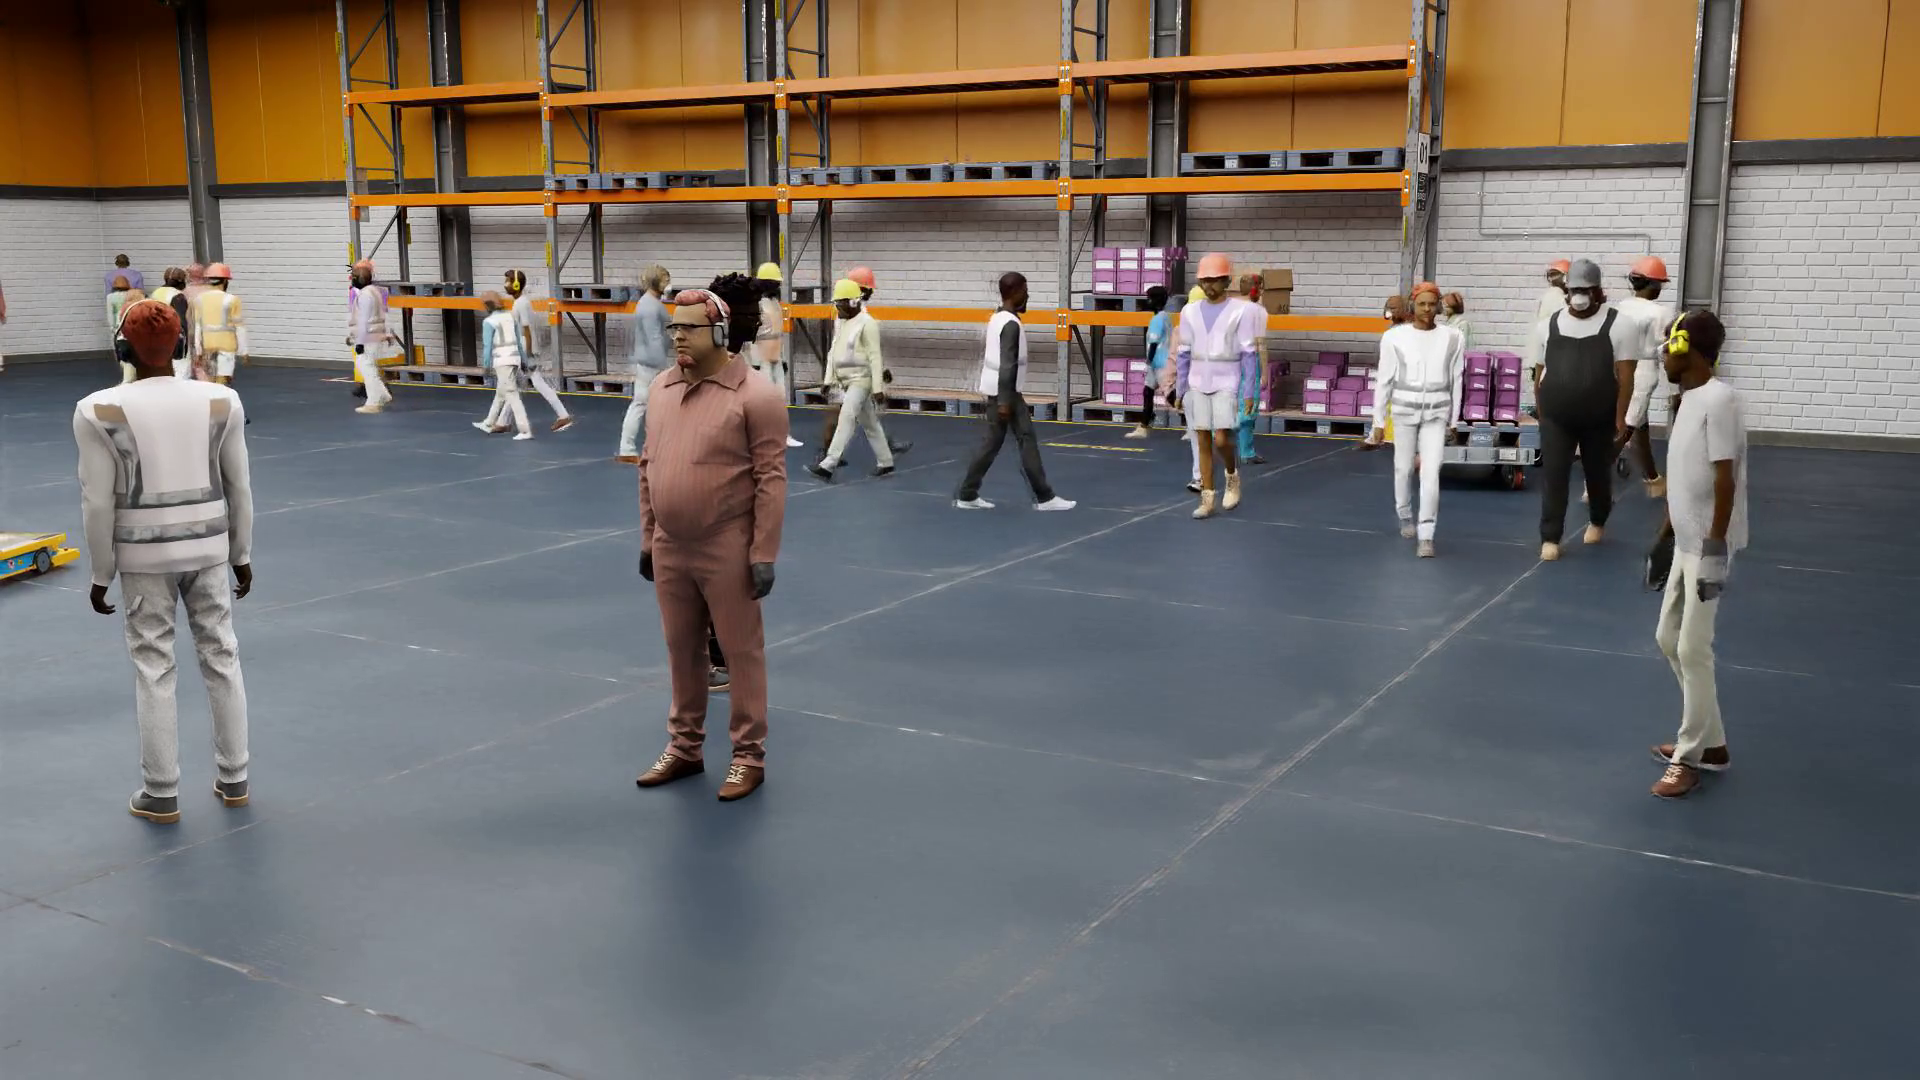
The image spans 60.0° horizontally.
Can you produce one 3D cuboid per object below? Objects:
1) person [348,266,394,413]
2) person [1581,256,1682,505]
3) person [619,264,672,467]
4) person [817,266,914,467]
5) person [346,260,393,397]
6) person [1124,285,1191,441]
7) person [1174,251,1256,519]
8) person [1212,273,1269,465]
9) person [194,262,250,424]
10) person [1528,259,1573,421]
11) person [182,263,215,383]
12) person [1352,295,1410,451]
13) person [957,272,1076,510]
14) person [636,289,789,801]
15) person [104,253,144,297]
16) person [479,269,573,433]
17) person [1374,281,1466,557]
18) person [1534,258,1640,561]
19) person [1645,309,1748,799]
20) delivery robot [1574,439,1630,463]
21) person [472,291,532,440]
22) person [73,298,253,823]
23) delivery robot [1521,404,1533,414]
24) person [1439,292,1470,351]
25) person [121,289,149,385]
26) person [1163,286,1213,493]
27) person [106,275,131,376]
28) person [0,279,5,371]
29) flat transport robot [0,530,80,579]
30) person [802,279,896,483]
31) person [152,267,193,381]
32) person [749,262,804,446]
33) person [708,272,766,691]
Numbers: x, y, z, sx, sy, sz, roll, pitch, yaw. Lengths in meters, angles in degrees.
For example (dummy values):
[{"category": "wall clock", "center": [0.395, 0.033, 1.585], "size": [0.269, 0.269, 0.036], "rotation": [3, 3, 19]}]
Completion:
[{"category": "person", "center": [-7.367, -2.485, 20.682], "size": [0.430, 1.828, 0.636], "rotation": [-2, 10, -11]}, {"category": "person", "center": [5.439, -1.263, 13.319], "size": [1.069, 1.994, 0.625], "rotation": [-3, 11, -19]}, {"category": "person", "center": [-2.759, -1.618, 15.575], "size": [1.012, 1.883, 0.658], "rotation": [-1, 10, -3]}, {"category": "person", "center": [-0.906, -1.619, 15.620], "size": [1.004, 1.871, 0.546], "rotation": [-3, 10, -16]}, {"category": "person", "center": [-7.993, -2.836, 22.517], "size": [1.027, 1.887, 0.558], "rotation": [7, 12, 35]}, {"category": "person", "center": [2.200, -1.875, 17.690], "size": [0.820, 1.659, 0.525], "rotation": [2, 10, 11]}, {"category": "person", "center": [1.936, -1.165, 12.632], "size": [0.624, 2.025, 0.482], "rotation": [7, 12, 34]}, {"category": "person", "center": [2.615, -1.580, 15.560], "size": [0.714, 1.818, 0.560], "rotation": [-5, 11, -25]}, {"category": "person", "center": [-8.388, -2.189, 18.818], "size": [0.558, 1.899, 0.971], "rotation": [2, 10, 10]}, {"category": "person", "center": [5.493, -1.663, 15.709], "size": [0.732, 1.950, 0.663], "rotation": [0, 10, 0]}, {"category": "person", "center": [-9.259, -2.450, 20.362], "size": [0.874, 1.876, 0.662], "rotation": [10, 14, 43]}, {"category": "person", "center": [4.445, -1.664, 16.742], "size": [0.865, 1.583, 0.513], "rotation": [-3, 10, -14]}, {"category": "person", "center": [0.412, -1.150, 12.994], "size": [0.923, 1.873, 0.613], "rotation": [-2, 10, -9]}, {"category": "person", "center": [-0.961, 0.021, 6.253], "size": [0.639, 1.911, 0.406], "rotation": [5, 11, 28]}, {"category": "person", "center": [-14.875, -4.132, 29.683], "size": [0.632, 1.940, 0.368], "rotation": [-5, 11, -27]}, {"category": "person", "center": [-4.816, -2.090, 18.482], "size": [1.006, 1.823, 0.529], "rotation": [-1, 10, -7]}, {"category": "person", "center": [3.140, -0.853, 11.432], "size": [0.591, 1.839, 0.963], "rotation": [2, 10, 9]}, {"category": "person", "center": [4.206, -0.922, 11.217], "size": [0.679, 2.000, 1.005], "rotation": [5, 11, 28]}, {"category": "person", "center": [2.827, 0.052, 6.319], "size": [0.373, 1.833, 0.649], "rotation": [1, 10, 6]}, {"category": "delivery robot", "center": [5.755, -0.912, 15.101], "size": [0.477, 0.478, 0.707], "rotation": [-2, 10, -12]}, {"category": "person", "center": [-4.939, -1.866, 17.824], "size": [0.870, 1.584, 0.564], "rotation": [4, 11, 20]}, {"category": "person", "center": [-2.844, 0.077, 6.003], "size": [0.576, 1.885, 0.355], "rotation": [-9, 13, -41]}, {"category": "delivery robot", "center": [5.407, -1.053, 15.897], "size": [0.477, 0.478, 0.707], "rotation": [-9, 14, -42]}, {"category": "person", "center": [4.741, -1.609, 16.293], "size": [0.635, 1.610, 0.552], "rotation": [-1, 10, -7]}, {"category": "person", "center": [-9.312, -2.059, 18.954], "size": [0.896, 1.576, 0.505], "rotation": [3, 10, 17]}, {"category": "person", "center": [1.970, -1.247, 13.926], "size": [0.554, 1.729, 0.856], "rotation": [5, 11, 27]}, {"category": "person", "center": [-13.124, -3.347, 26.145], "size": [0.505, 1.622, 0.342], "rotation": [-7, 12, -36]}, {"category": "person", "center": [-16.150, -3.774, 27.509], "size": [0.392, 1.993, 0.616], "rotation": [8, 13, 39]}, {"category": "flat transport robot", "center": [-6.113, 0.145, 10.182], "size": [0.652, 0.197, 1.431], "rotation": [0, 10, 3]}, {"category": "person", "center": [-0.963, -1.392, 14.619], "size": [0.971, 1.768, 0.585], "rotation": [-5, 11, -27]}, {"category": "person", "center": [-9.550, -2.375, 20.095], "size": [0.790, 1.827, 0.487], "rotation": [7, 12, 36]}, {"category": "person", "center": [-2.014, -1.911, 17.191], "size": [0.685, 1.915, 0.618], "rotation": [4, 11, 20]}, {"category": "person", "center": [-1.099, -0.277, 7.839], "size": [0.401, 1.953, 0.617], "rotation": [2, 10, 9]}]
